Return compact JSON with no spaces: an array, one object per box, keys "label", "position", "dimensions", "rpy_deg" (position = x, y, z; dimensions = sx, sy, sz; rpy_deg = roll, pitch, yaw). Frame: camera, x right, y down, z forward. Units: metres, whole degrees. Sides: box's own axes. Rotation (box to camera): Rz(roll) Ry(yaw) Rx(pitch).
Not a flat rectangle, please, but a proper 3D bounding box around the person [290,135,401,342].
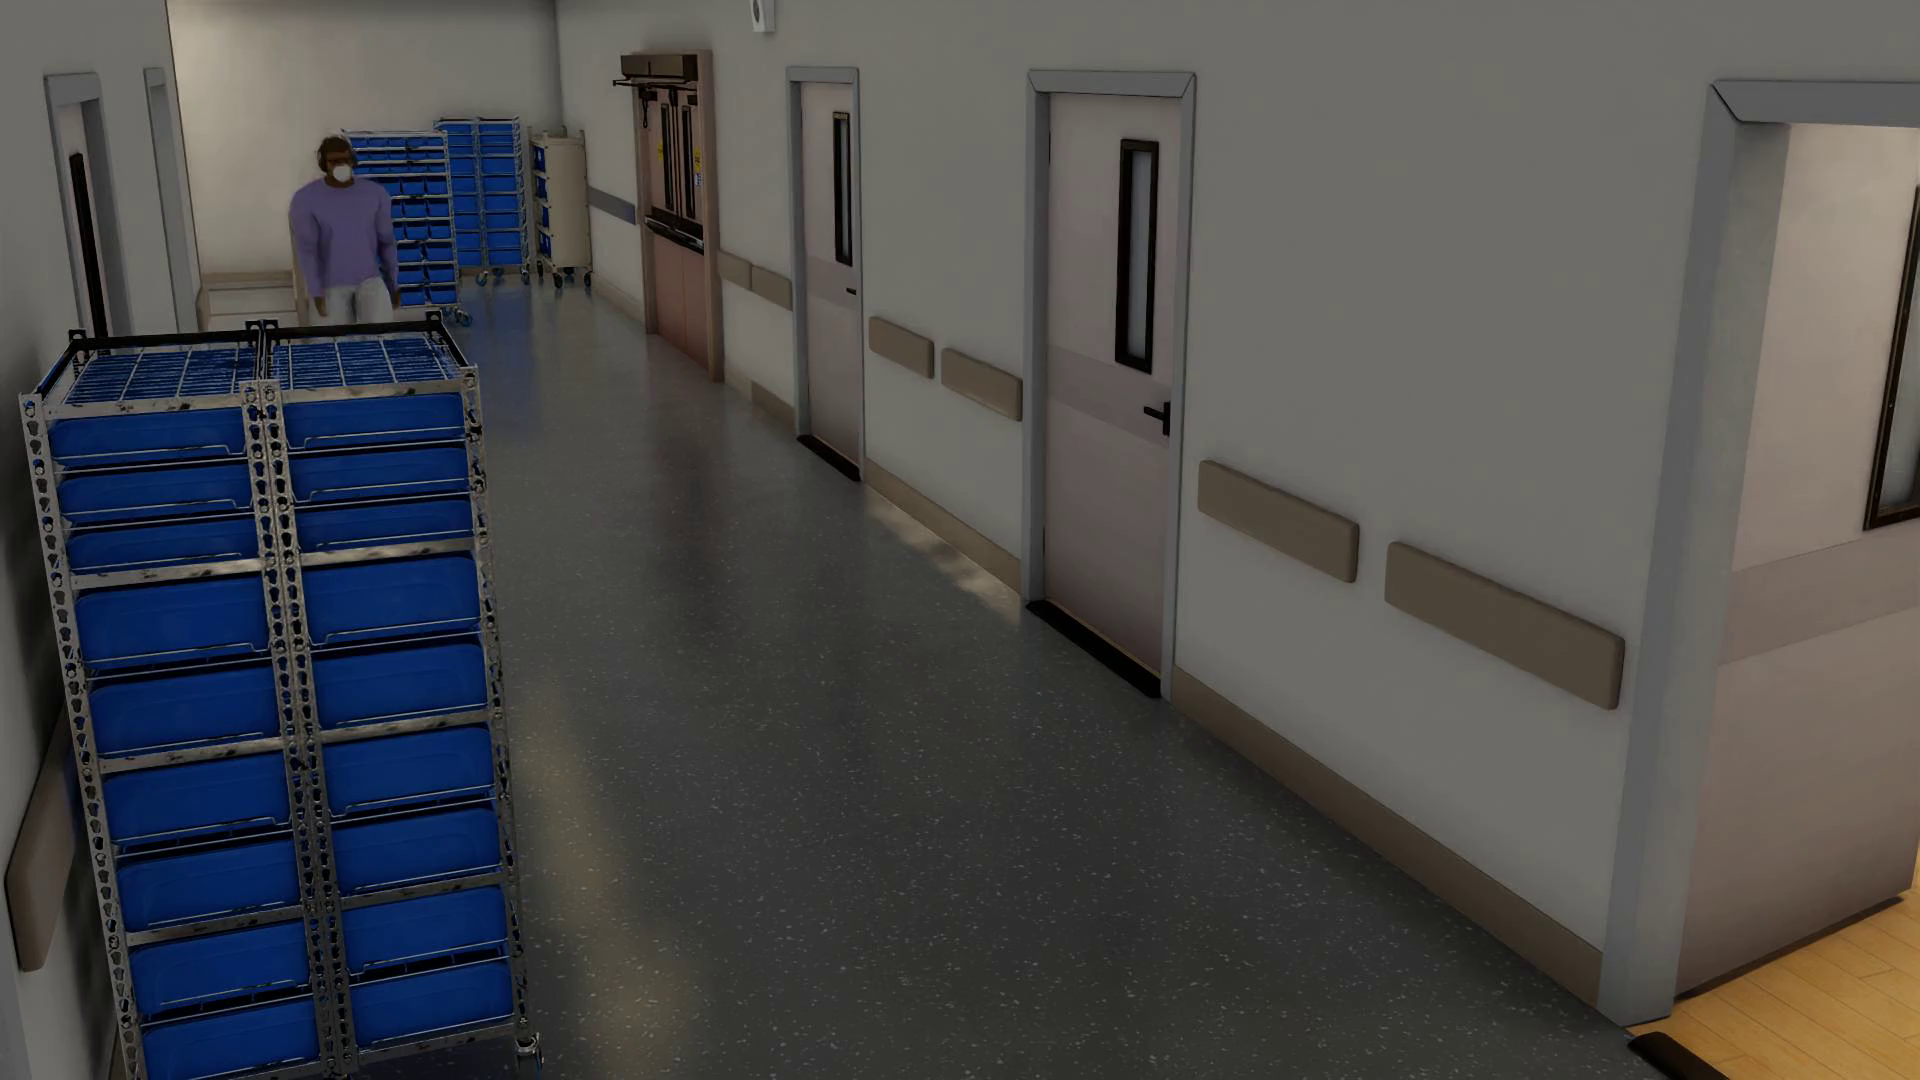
[{"label":"person","position":[-3.865,-1.603,10.631],"dimensions":[0.643,1.905,0.837],"rpy_deg":[-10,19,-30]}]
